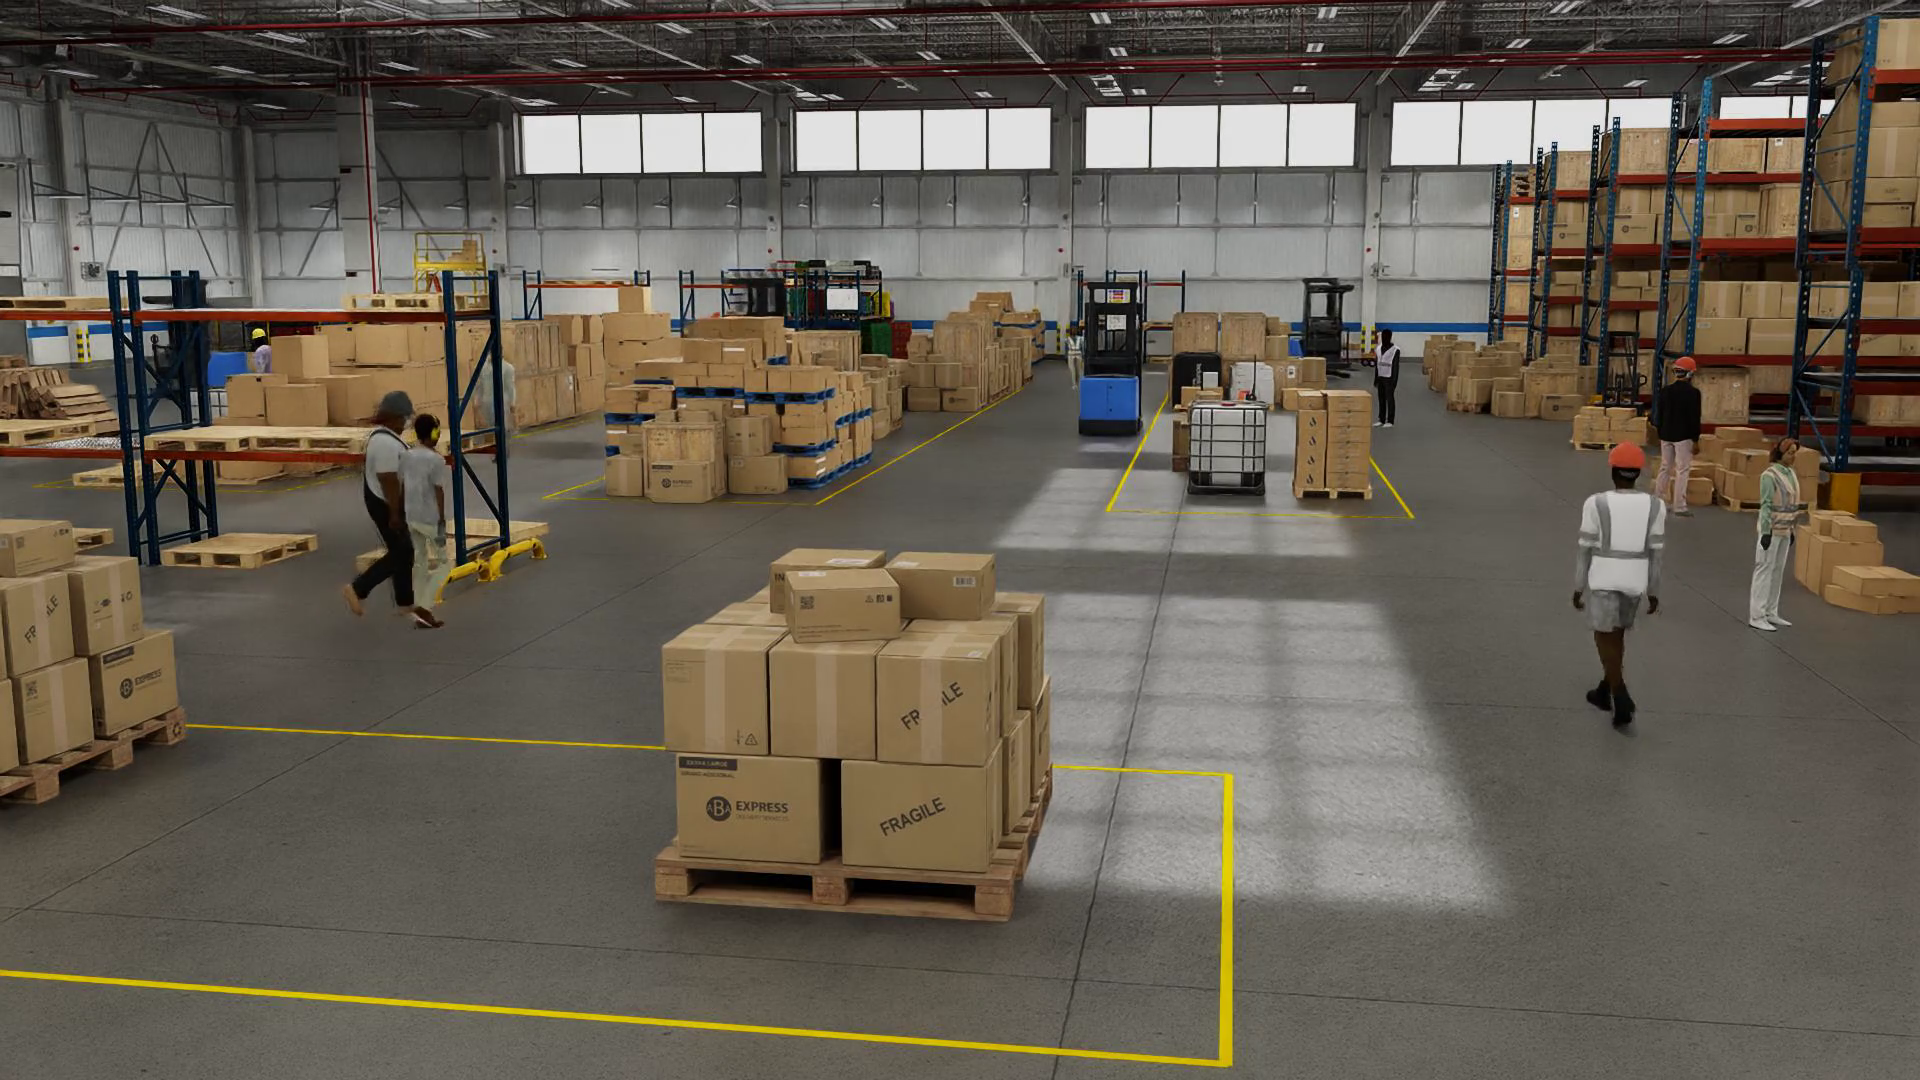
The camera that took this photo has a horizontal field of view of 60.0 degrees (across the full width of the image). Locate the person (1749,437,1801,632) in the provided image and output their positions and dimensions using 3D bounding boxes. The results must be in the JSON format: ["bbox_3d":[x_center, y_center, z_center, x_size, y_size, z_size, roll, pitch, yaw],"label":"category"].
[{"bbox_3d":[6.909,-0.056,14.075,0.525,1.639,0.307,-8,12,-40],"label":"person"}]

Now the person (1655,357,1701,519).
[{"bbox_3d":[8.840,-1.256,20.443,0.404,1.985,0.615,-4,10,-24],"label":"person"}]

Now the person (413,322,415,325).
[{"bbox_3d":[-12.839,-4.339,39.593,0.627,1.934,0.371,-2,9,-13],"label":"person"}]

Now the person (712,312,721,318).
[{"bbox_3d":[-6.637,-5.171,44.799,0.545,1.917,0.542,-2,9,-12],"label":"person"}]

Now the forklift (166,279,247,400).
[{"bbox_3d":[-18.051,-4.783,39.416,1.873,2.768,1.129,-8,12,-40],"label":"forklift"}]

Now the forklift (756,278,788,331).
[{"bbox_3d":[-5.015,-5.605,44.485,1.873,2.768,1.129,6,11,33],"label":"forklift"}]

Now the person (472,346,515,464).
[{"bbox_3d":[-7.319,-2.129,26.043,0.633,1.913,0.729,2,9,10],"label":"person"}]

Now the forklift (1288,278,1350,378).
[{"bbox_3d":[10.079,-5.988,46.848,1.129,2.768,1.873,-3,10,-15],"label":"forklift"}]

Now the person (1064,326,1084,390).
[{"bbox_3d":[2.909,-4.646,42.401,0.534,1.624,0.509,-1,9,-6],"label":"person"}]

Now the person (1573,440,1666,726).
[{"bbox_3d":[4.444,0.282,11.188,0.552,1.908,0.890,0,9,1],"label":"person"}]

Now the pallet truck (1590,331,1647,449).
[{"bbox_3d":[11.253,-2.573,28.499,0.823,1.965,1.885,5,10,27],"label":"pallet truck"}]

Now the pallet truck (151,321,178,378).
[{"bbox_3d":[-21.869,-5.598,47.154,0.823,1.965,1.885,4,10,26],"label":"pallet truck"}]

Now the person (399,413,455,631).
[{"bbox_3d":[-4.489,-0.143,13.984,0.538,1.848,0.398,4,10,23],"label":"person"}]

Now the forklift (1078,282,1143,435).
[{"bbox_3d":[2.824,-3.411,30.954,1.129,2.768,1.873,1,9,9],"label":"forklift"}]

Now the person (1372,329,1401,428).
[{"bbox_3d":[8.257,-3.122,32.162,0.397,1.911,0.587,-5,11,-29],"label":"person"}]

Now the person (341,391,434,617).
[{"bbox_3d":[-4.940,-0.301,14.350,0.714,2.000,0.700,-2,9,-14],"label":"person"}]

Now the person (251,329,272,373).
[{"bbox_3d":[-13.386,-3.096,31.974,0.382,1.917,0.585,0,9,-2],"label":"person"}]
